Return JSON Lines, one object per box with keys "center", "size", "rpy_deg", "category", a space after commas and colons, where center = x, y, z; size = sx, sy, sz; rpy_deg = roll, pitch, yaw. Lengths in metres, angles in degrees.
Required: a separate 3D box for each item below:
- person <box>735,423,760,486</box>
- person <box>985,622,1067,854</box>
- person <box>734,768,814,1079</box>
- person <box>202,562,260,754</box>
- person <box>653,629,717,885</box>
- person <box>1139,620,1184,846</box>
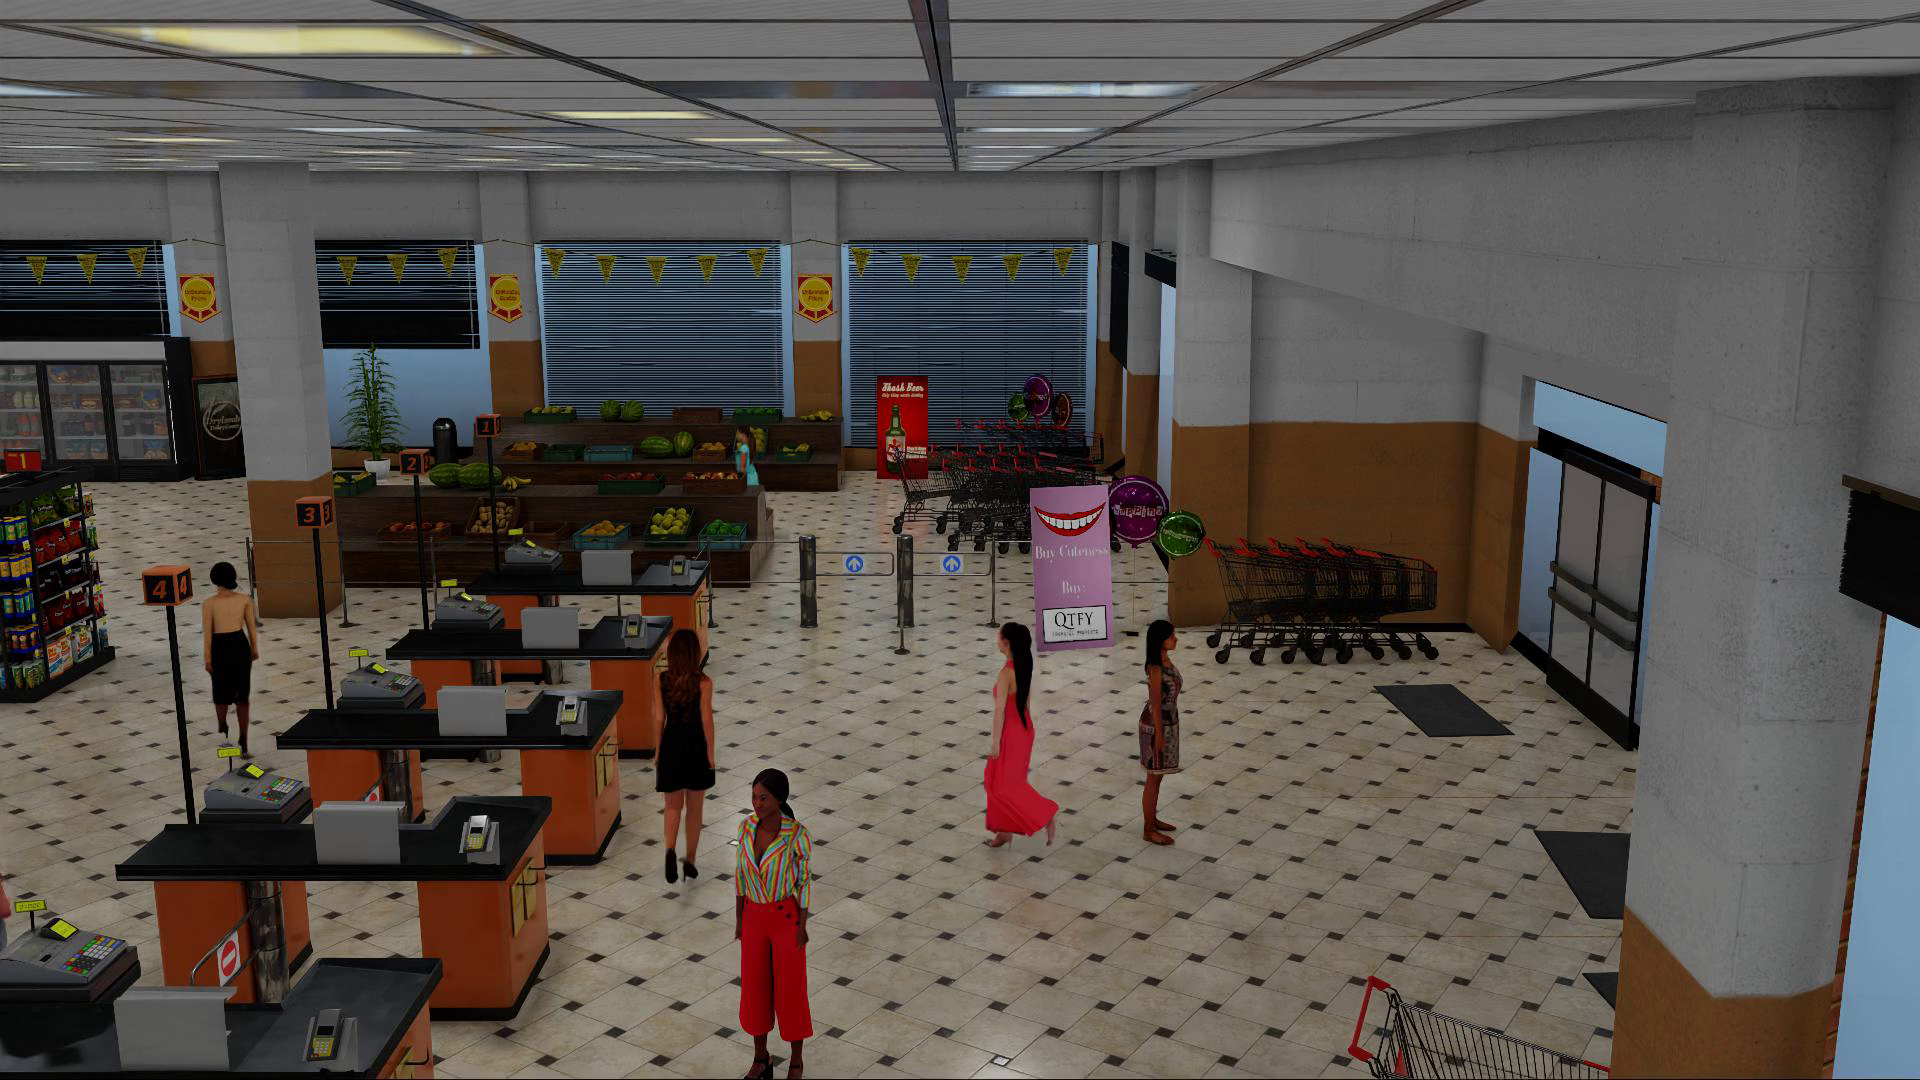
{"center": [-2.885, -0.836, 22.994], "size": [0.696, 1.546, 0.660], "rpy_deg": [5, 13, 22], "category": "person"}
{"center": [0.440, 1.442, 11.786], "size": [0.979, 1.706, 0.851], "rpy_deg": [7, 14, 30], "category": "person"}
{"center": [-0.974, 2.049, 8.691], "size": [0.566, 1.793, 0.712], "rpy_deg": [4, 12, 17], "category": "person"}
{"center": [-6.106, 1.025, 13.961], "size": [0.987, 1.626, 0.964], "rpy_deg": [-8, 14, -32], "category": "person"}
{"center": [-1.874, 1.517, 11.163], "size": [0.862, 1.816, 0.668], "rpy_deg": [1, 12, 4], "category": "person"}
{"center": [1.456, 1.383, 12.211], "size": [0.606, 1.645, 0.695], "rpy_deg": [3, 12, 12], "category": "person"}
